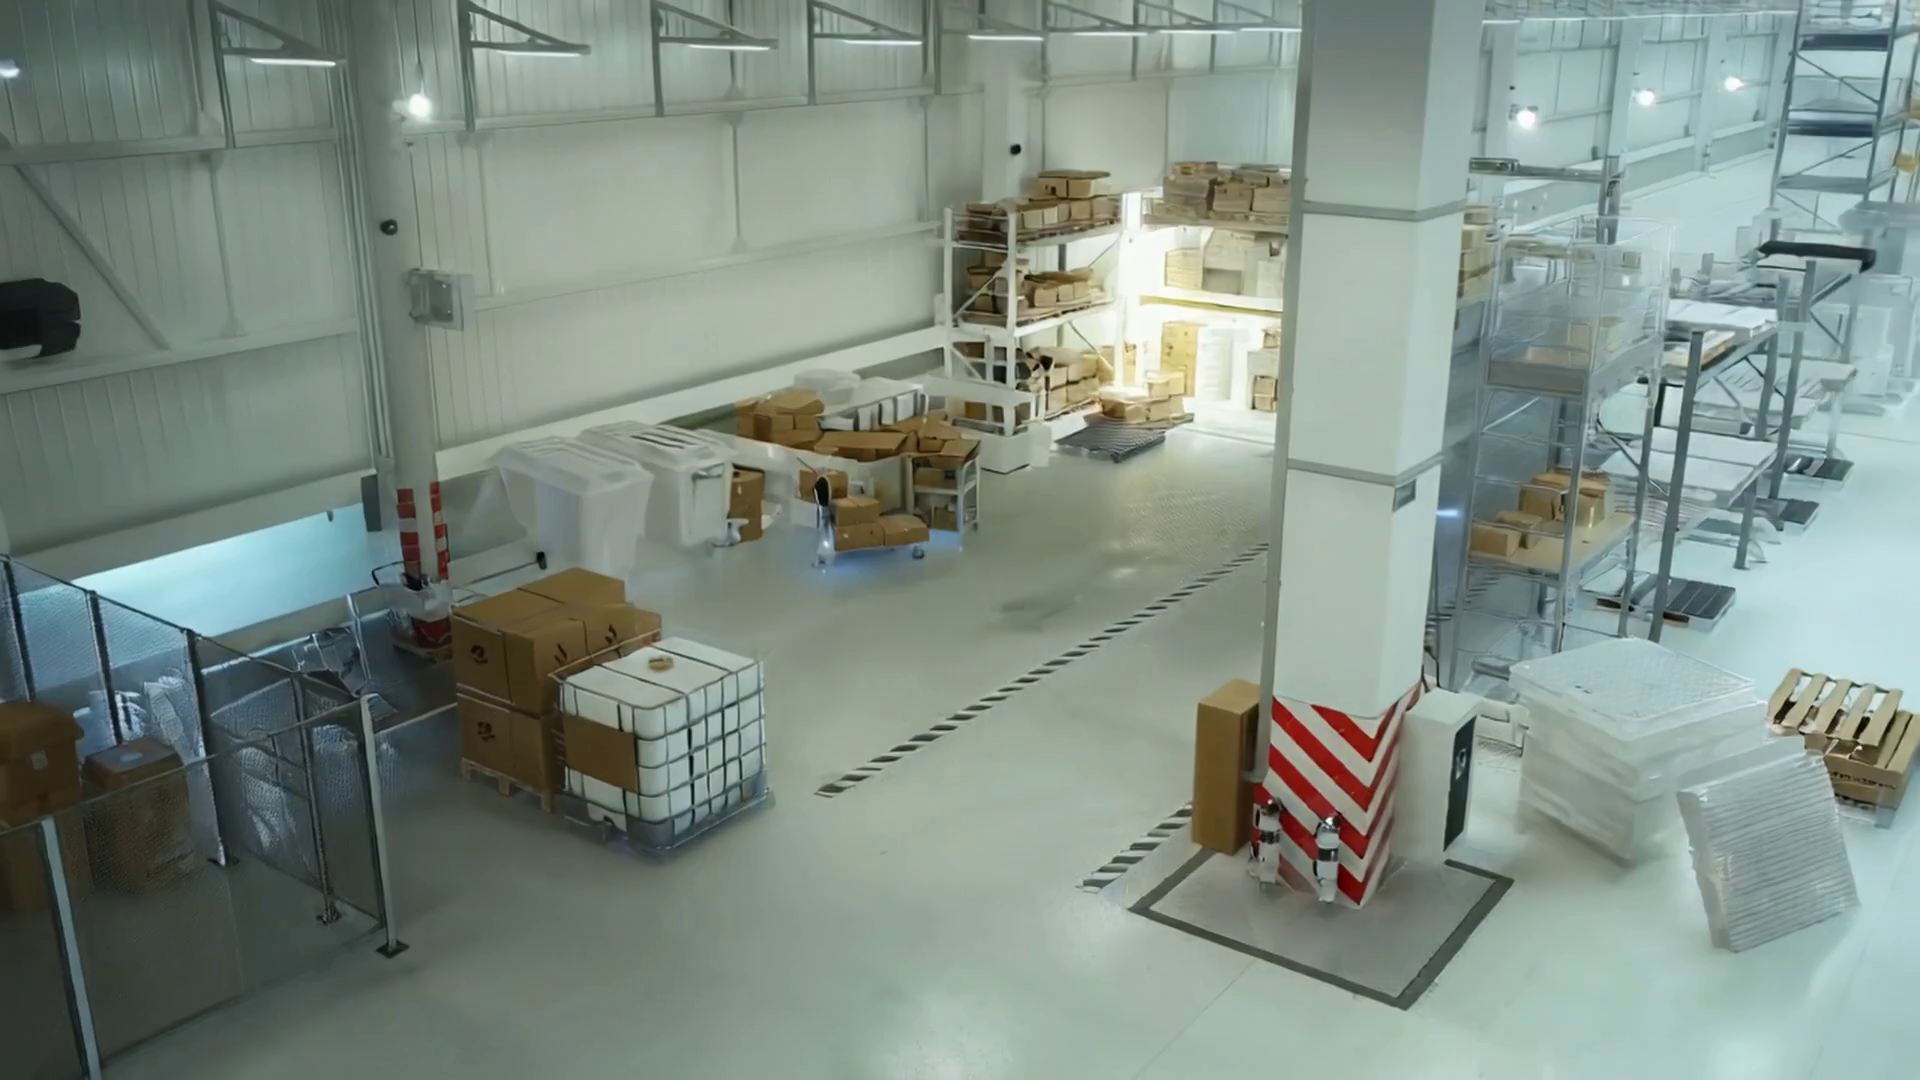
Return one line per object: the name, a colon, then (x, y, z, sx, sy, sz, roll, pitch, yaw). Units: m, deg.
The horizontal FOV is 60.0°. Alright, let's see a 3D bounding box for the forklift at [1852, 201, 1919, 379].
forklift: (13.532, -3.563, 24.523, 1.129, 2.768, 1.873, 13, 22, 34)
